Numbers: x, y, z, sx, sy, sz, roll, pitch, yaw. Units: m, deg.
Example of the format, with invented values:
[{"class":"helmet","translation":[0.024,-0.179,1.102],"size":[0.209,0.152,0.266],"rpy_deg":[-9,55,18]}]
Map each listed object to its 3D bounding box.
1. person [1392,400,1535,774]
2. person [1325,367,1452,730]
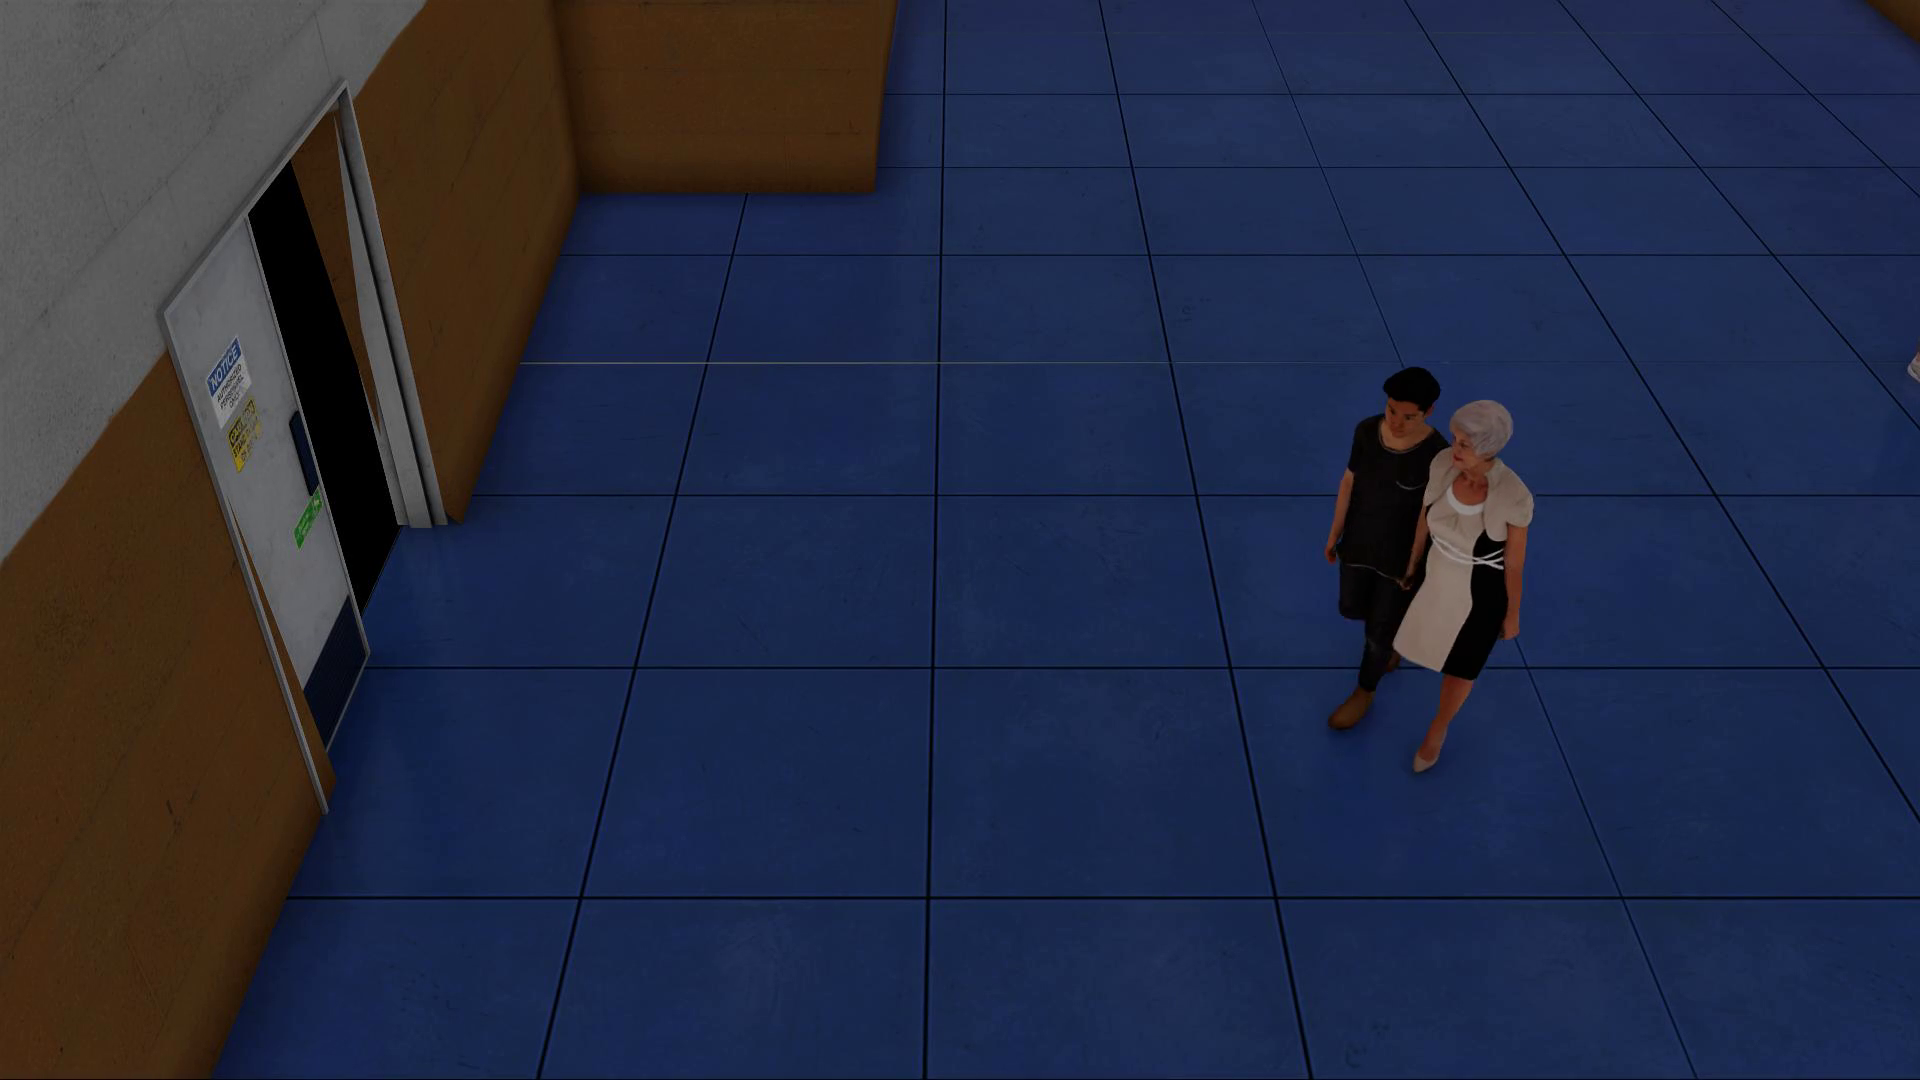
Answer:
[{"class":"person","translation":[2.022,0.167,6.547],"size":[1.014,1.730,0.948],"rpy_deg":[-27,45,-32]},{"class":"person","translation":[1.780,-0.017,6.825],"size":[1.005,1.690,0.927],"rpy_deg":[-30,46,-33]}]
